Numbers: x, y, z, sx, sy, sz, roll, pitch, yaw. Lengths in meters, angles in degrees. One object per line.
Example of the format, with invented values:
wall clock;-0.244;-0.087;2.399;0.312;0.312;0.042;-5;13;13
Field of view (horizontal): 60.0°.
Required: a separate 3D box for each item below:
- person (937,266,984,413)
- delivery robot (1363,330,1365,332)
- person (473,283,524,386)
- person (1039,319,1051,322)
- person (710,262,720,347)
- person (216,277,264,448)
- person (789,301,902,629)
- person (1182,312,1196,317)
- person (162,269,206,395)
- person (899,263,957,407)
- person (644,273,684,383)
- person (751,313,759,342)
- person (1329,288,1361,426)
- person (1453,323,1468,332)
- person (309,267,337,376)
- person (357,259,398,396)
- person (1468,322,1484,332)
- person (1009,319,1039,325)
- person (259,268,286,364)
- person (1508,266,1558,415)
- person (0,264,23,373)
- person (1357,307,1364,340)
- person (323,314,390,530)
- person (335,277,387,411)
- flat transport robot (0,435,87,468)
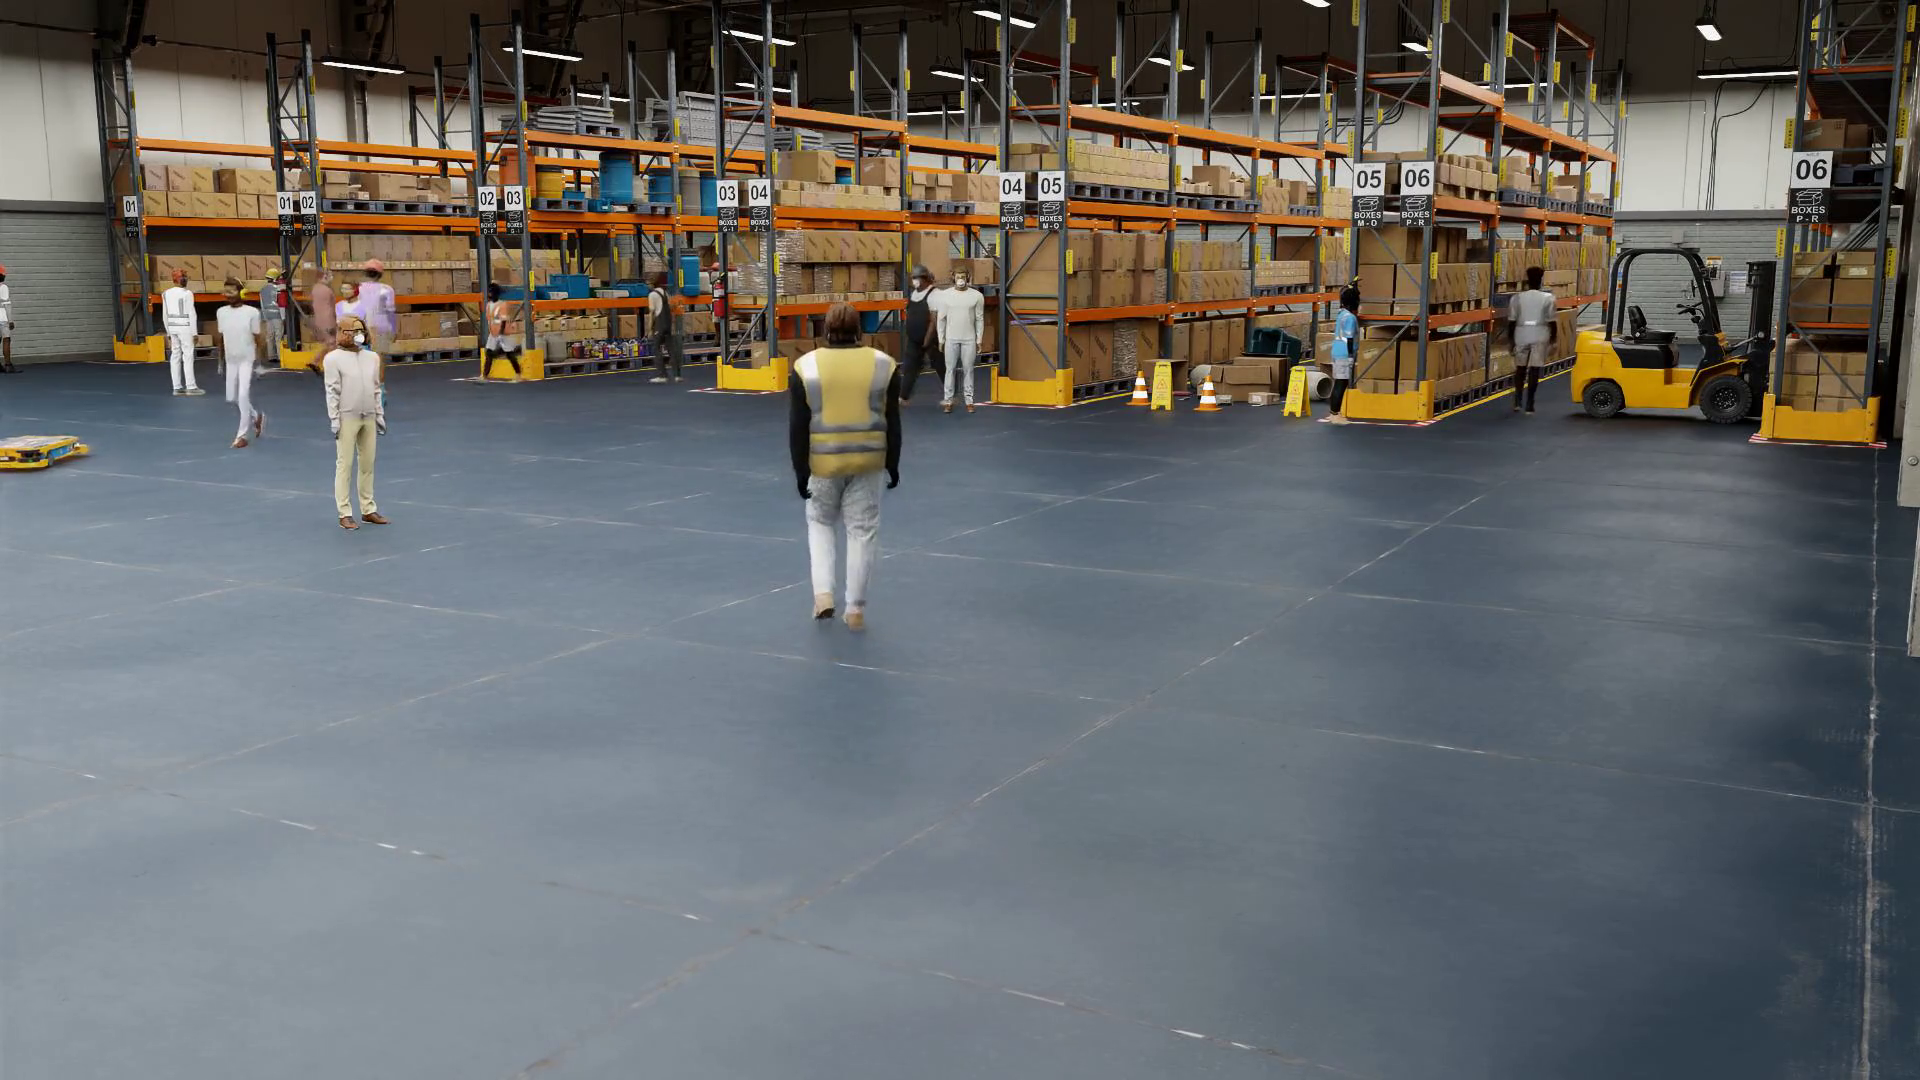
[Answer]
person;0.009;-2.642;22.005;0.631;1.940;0.372;-1;10;-4
delivery robot;8.864;-4.689;37.763;0.707;0.478;0.477;1;10;4
person;-7.403;-3.299;26.714;0.538;1.643;0.877;7;12;37
person;1.419;-4.079;30.607;0.602;1.872;0.412;6;11;31
person;-5.216;-5.029;35.978;0.545;1.940;0.352;8;13;40
person;-7.844;-1.943;18.171;0.530;1.853;0.672;1;10;7
person;-0.633;-0.411;9.282;0.630;1.828;0.455;-1;10;-6
person;6.036;-6.348;43.561;0.608;1.987;0.391;9;13;42
person;-11.629;-3.101;24.859;0.576;1.881;0.354;4;10;21
person;-0.467;-2.842;22.880;0.683;2.000;1.051;8;13;40
person;-4.839;-3.461;27.234;0.509;1.798;0.629;5;11;25
person;-4.640;-5.420;38.307;0.585;1.927;0.366;6;11;32
person;4.744;-2.253;20.485;0.321;1.690;0.546;1;10;4
person;11.375;-5.234;37.646;0.970;1.790;0.647;-6;11;-29
person;-10.703;-3.658;28.088;0.467;1.889;0.668;-7;12;-34
person;-8.692;-3.155;24.745;0.647;2.025;0.446;-1;10;-5
person;11.898;-5.378;38.142;0.488;1.899;0.632;-1;10;-4
person;1.004;-3.399;26.538;0.548;1.911;0.873;4;10;20
person;-13.196;-4.310;32.074;0.588;1.835;0.403;5;11;28
person;7.568;-2.631;21.949;0.617;1.934;0.763;5;11;29
person;-16.987;-3.919;29.486;0.547;1.938;0.359;4;10;21
person;8.631;-5.028;36.221;0.510;1.860;0.333;2;10;10
person;-4.616;-0.906;12.732;0.285;1.633;0.498;6;11;30
person;-7.536;-2.381;20.837;0.575;1.824;0.838;5;11;29
flat transport robot;-9.303;-0.884;16.586;0.652;0.197;1.431;-2;10;-9
